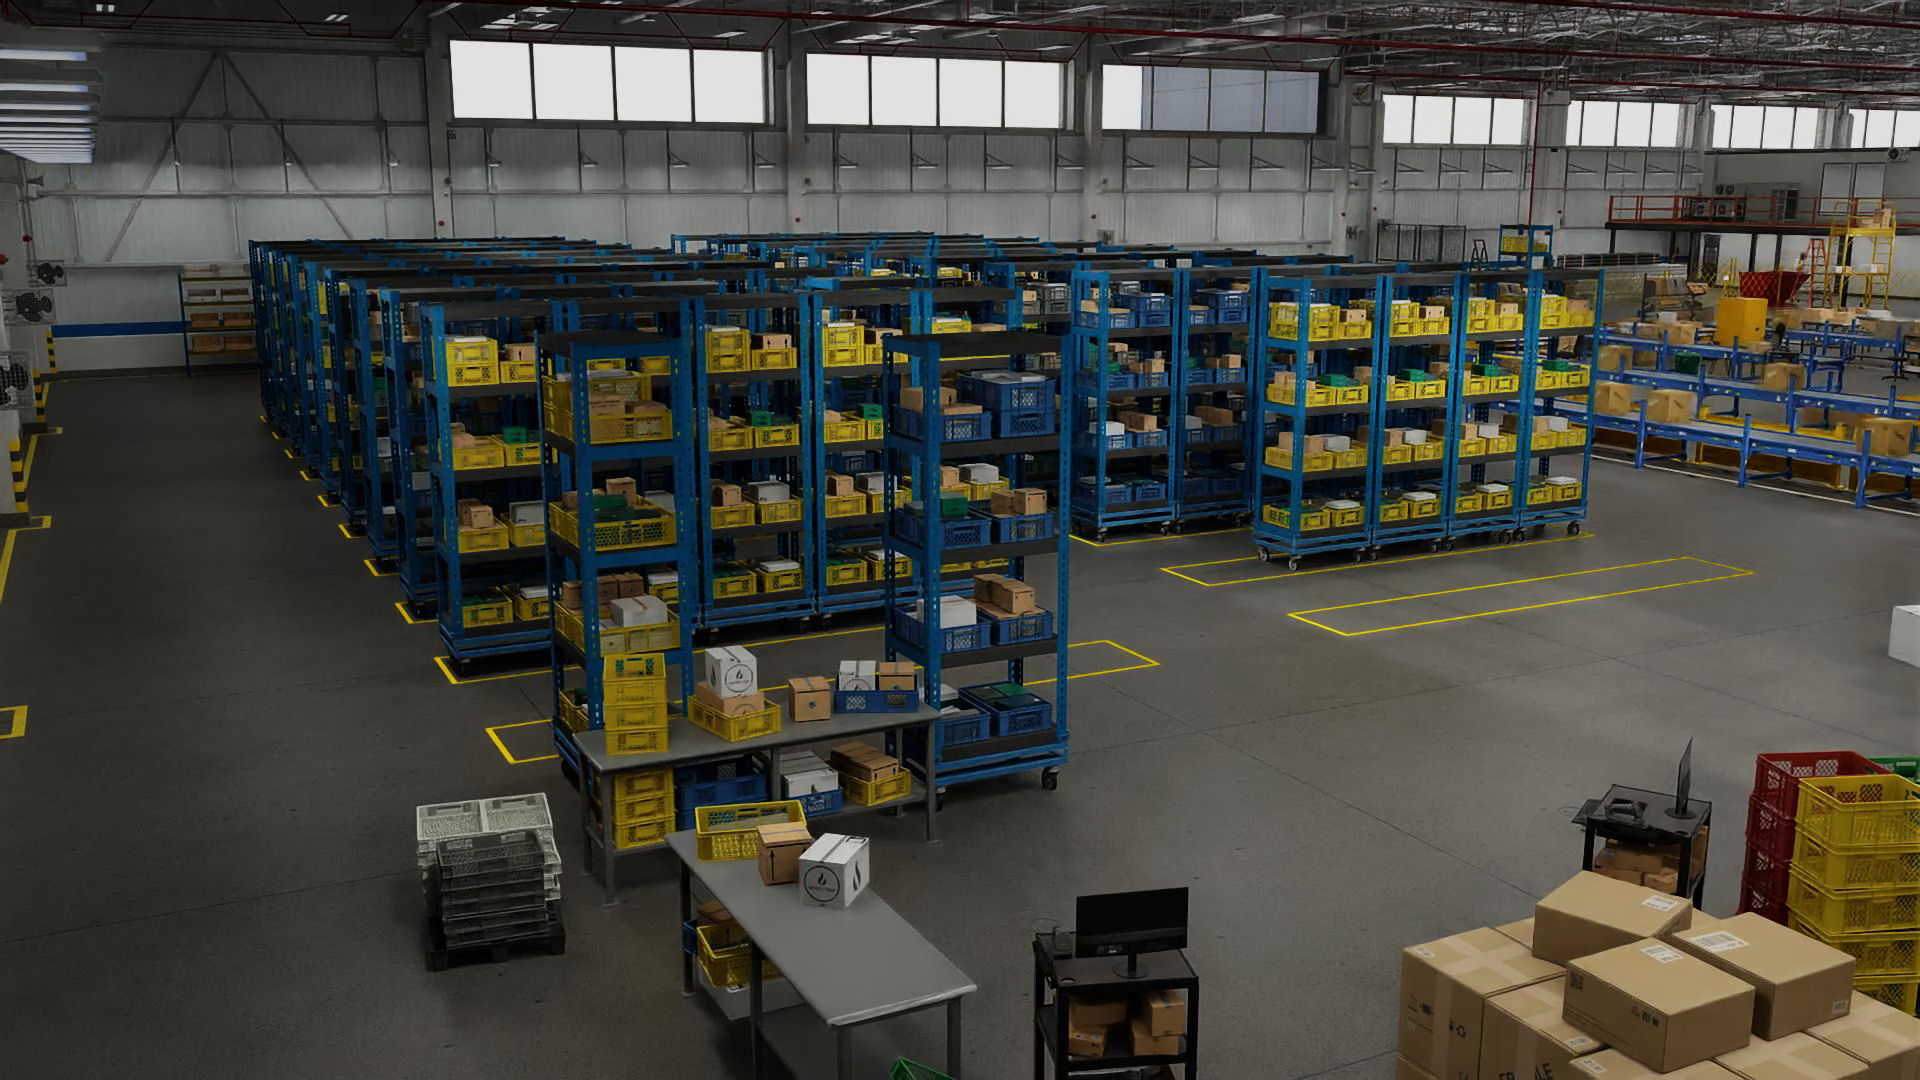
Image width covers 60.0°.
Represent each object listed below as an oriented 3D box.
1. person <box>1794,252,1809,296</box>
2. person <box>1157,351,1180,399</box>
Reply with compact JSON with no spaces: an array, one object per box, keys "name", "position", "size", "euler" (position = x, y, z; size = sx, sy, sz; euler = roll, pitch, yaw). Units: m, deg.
[{"name":"person","position":[36.140,-11.420,71.393],"size":[0.603,1.829,0.971],"euler":[-6,13,-26]},{"name":"person","position":[4.647,-4.068,36.836],"size":[0.651,1.904,0.403],"euler":[-3,12,-13]}]
